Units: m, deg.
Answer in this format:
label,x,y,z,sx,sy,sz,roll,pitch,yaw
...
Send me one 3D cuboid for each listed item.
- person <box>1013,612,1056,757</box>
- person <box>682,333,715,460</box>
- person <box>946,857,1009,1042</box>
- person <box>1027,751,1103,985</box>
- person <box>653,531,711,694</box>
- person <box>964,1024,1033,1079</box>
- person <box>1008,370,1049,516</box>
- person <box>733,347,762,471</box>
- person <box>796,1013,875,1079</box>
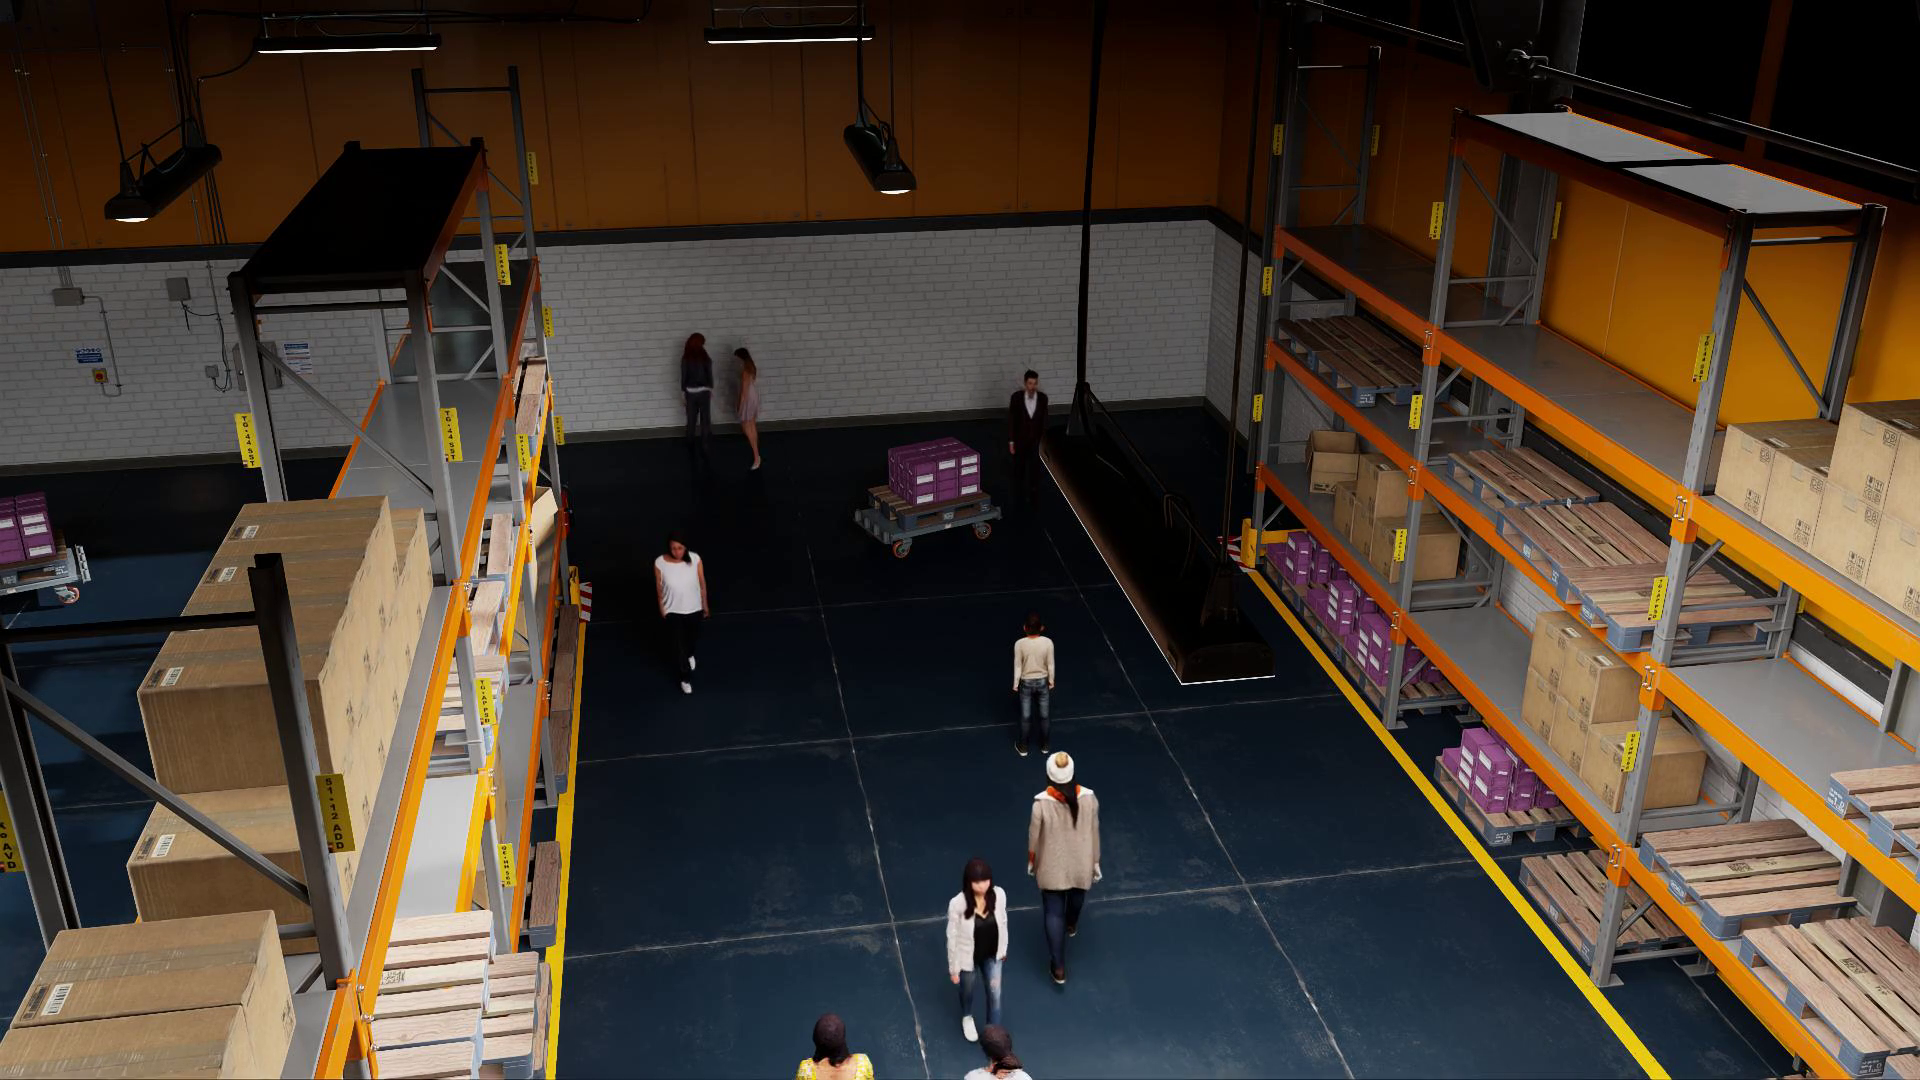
label,x,y,z,sx,sy,sz,roll,pitch,yaw
person,0.697,1.360,15.751,0.558,1.464,0.517,-2,24,-6
person,-3.586,-1.946,22.977,0.777,1.734,1.038,-1,24,-3
person,0.103,2.928,11.979,0.713,1.611,0.901,-7,25,-16
person,0.795,2.497,12.669,0.742,1.849,1.159,-3,24,-6
person,-2.843,0.665,17.109,0.772,1.650,1.129,-8,25,-17
person,0.212,3.730,9.984,0.636,1.741,1.039,-1,24,-3
person,0.842,-1.302,21.395,0.792,1.820,1.249,-1,24,-3
person,-2.872,-1.853,22.764,0.761,1.735,0.585,7,25,16
person,-0.747,3.689,10.211,0.754,1.633,0.893,-1,24,-3
